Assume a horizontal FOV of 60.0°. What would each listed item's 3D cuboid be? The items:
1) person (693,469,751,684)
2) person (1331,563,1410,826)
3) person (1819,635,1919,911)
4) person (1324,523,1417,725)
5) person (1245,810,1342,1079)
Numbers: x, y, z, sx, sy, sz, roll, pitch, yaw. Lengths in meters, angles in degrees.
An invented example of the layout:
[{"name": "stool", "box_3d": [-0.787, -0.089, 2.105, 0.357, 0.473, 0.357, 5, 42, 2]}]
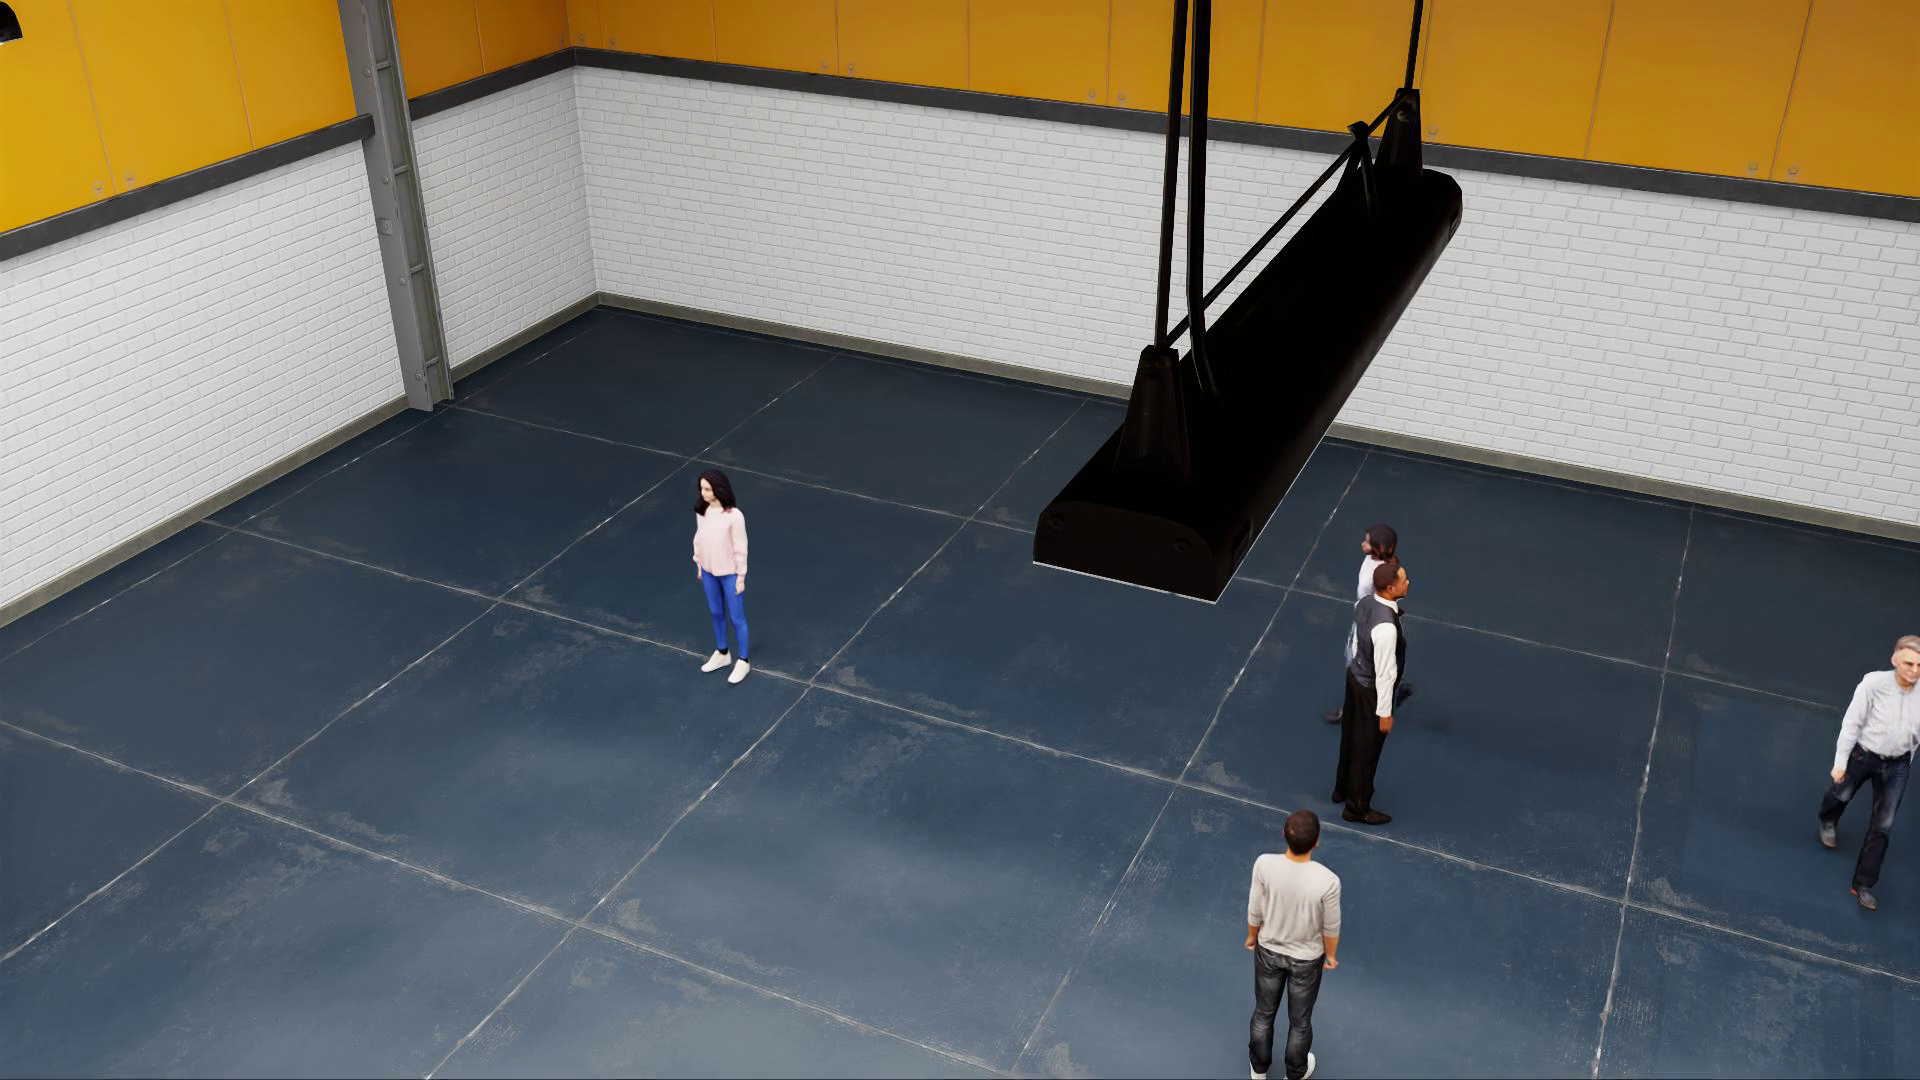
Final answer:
[{"name": "person", "box_3d": [-1.787, 0.255, 12.586, 0.686, 1.768, 0.600, 19, 34, 30]}, {"name": "person", "box_3d": [2.730, 1.002, 11.060, 0.840, 1.918, 0.718, -3, 29, -6]}, {"name": "person", "box_3d": [5.798, 1.346, 10.580, 0.866, 1.773, 1.256, 5, 29, 10]}, {"name": "person", "box_3d": [3.023, 0.637, 11.952, 0.860, 1.704, 0.908, 3, 29, 6]}, {"name": "person", "box_3d": [1.776, 2.210, 8.956, 0.654, 1.811, 0.540, 12, 31, 21]}]
